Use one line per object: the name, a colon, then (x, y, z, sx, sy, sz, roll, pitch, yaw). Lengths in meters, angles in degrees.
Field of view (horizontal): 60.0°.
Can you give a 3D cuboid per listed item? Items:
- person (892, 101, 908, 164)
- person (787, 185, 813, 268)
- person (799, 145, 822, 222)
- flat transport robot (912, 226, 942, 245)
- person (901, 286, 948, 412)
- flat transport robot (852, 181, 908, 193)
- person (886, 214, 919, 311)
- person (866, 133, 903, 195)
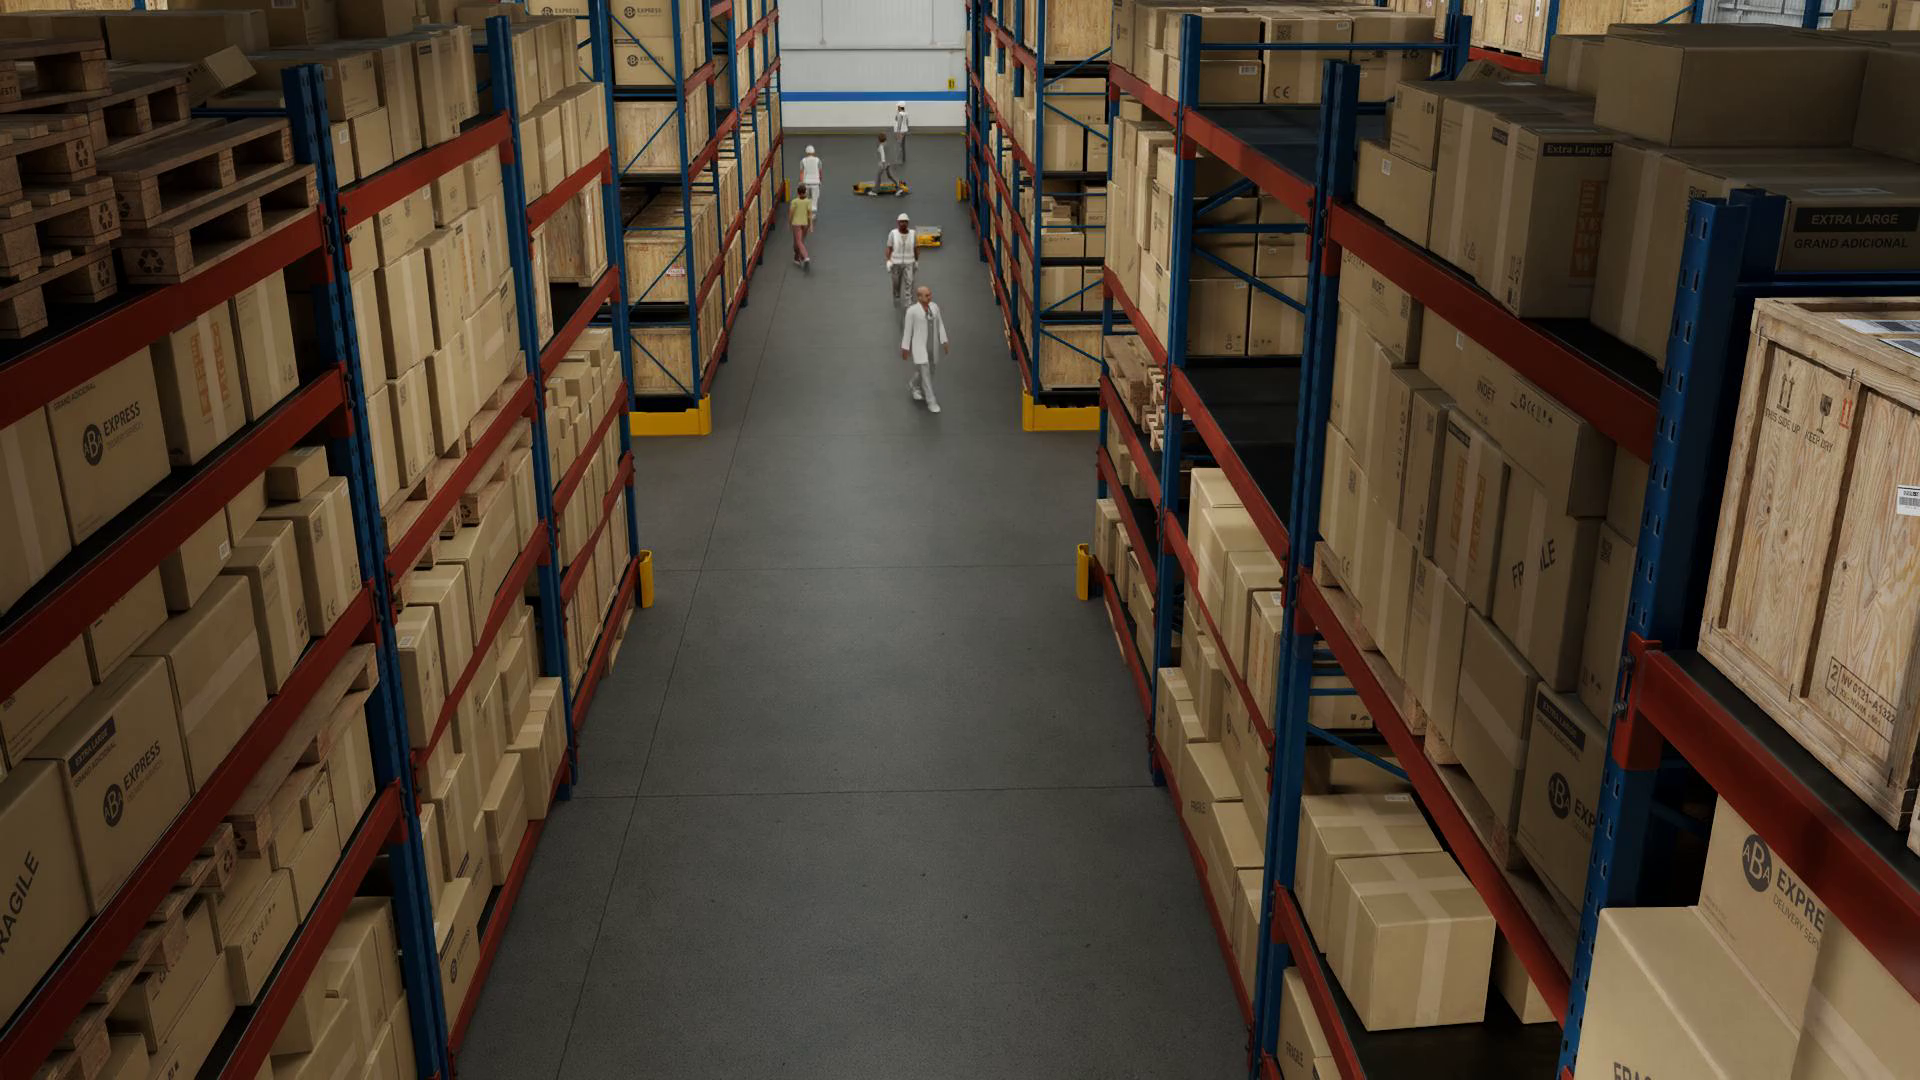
person: (-1.729, -11.781, 48.056, 0.396, 1.773, 0.529, 9, 22, 22)
person: (-3.244, -6.385, 33.754, 0.470, 1.639, 0.966, -11, 23, -26)
person: (-3.471, -8.320, 38.827, 0.522, 1.747, 1.003, 1, 20, 3)
flat transport robot: (-0.746, -6.695, 36.677, 0.659, 0.264, 1.431, 0, 20, 1)
person: (-0.515, -2.801, 24.004, 0.660, 1.747, 1.058, -13, 24, -32)
flat transport robot: (-2.090, -9.164, 43.280, 1.431, 0.255, 0.659, -2, 21, -6)
person: (-1.024, -4.958, 29.787, 0.589, 1.744, 1.065, -1, 21, -4)
person: (-1.921, -9.573, 42.390, 0.937, 1.555, 0.504, 8, 22, 21)
